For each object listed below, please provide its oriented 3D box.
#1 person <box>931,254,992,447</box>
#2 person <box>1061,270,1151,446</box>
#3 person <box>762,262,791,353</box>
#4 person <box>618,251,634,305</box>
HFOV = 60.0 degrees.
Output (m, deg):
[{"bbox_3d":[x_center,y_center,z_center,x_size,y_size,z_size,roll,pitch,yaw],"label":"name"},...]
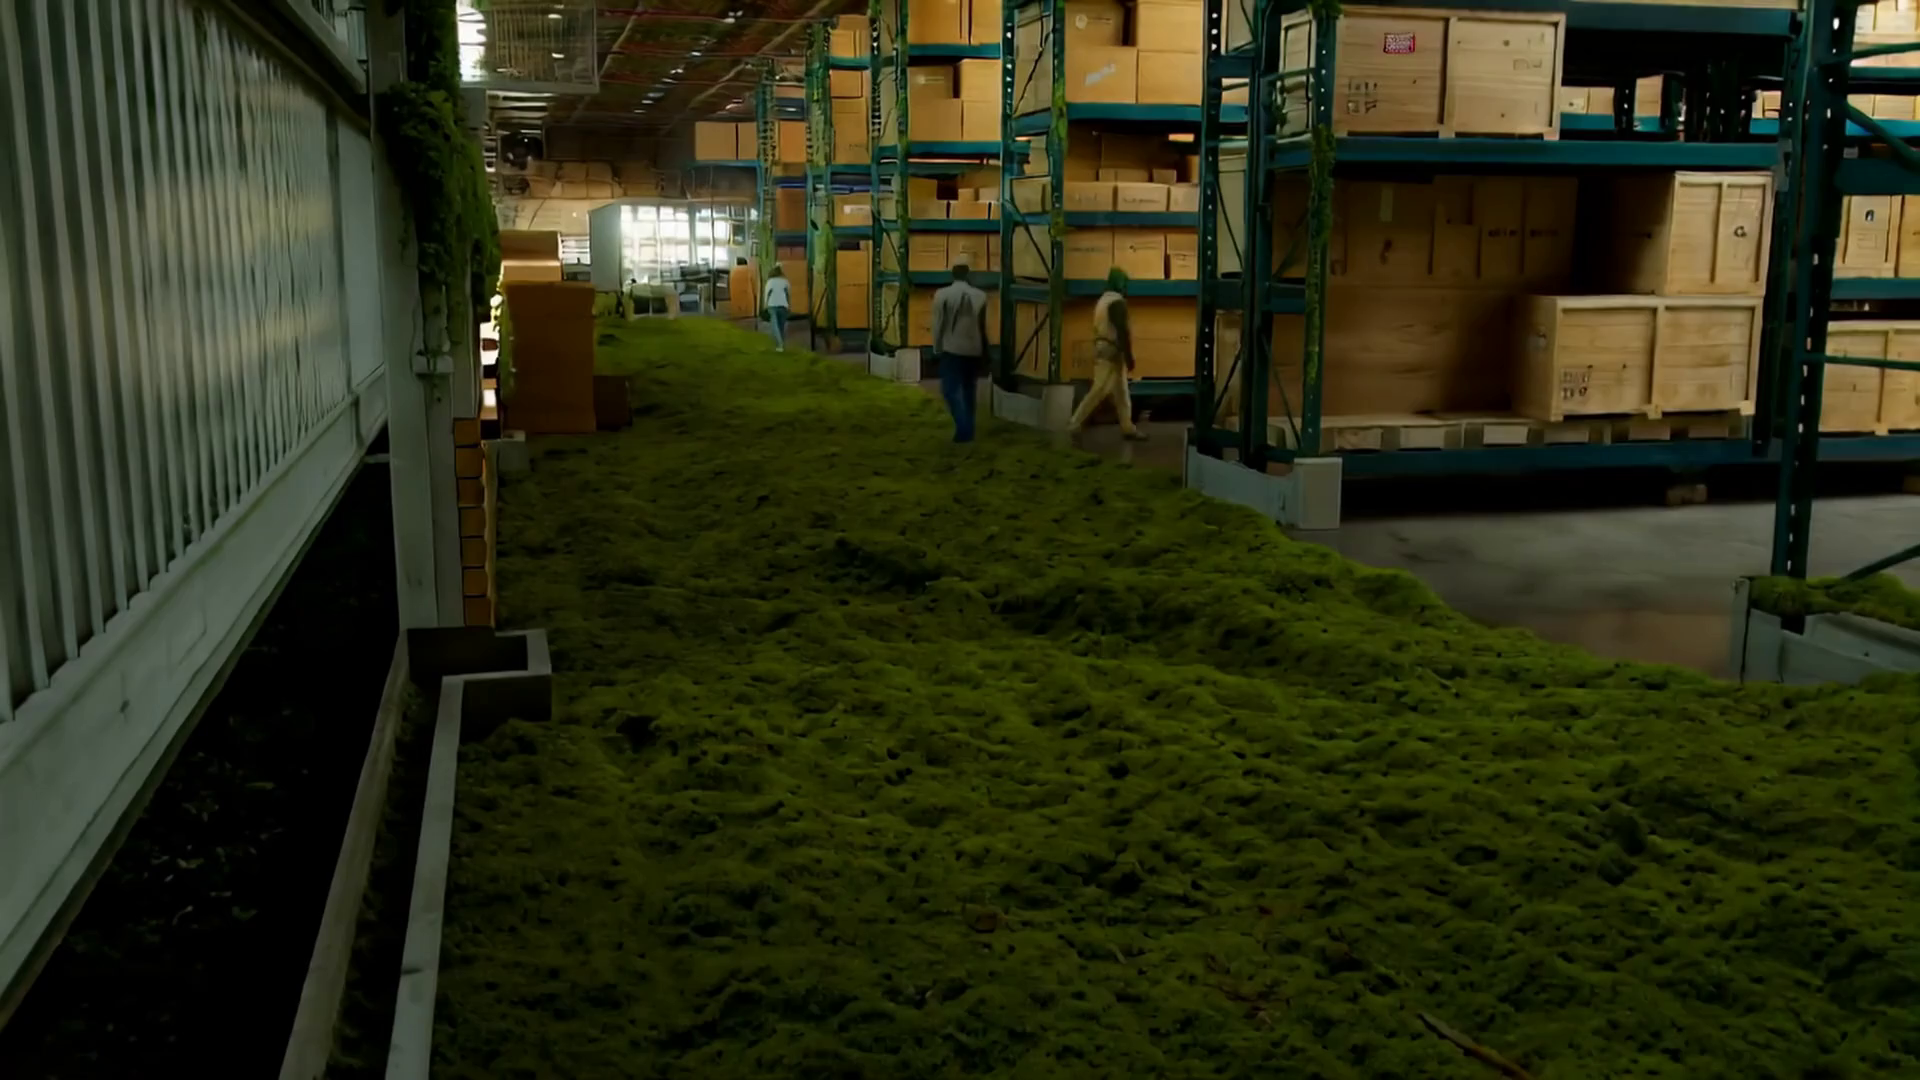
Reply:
[{"bbox_3d":[0.038,-1.914,16.861,0.639,1.956,0.746,-5,11,-25],"label":"person"},{"bbox_3d":[1.475,-1.855,16.978,0.929,1.791,0.671,-1,10,-6],"label":"person"},{"bbox_3d":[-3.498,-4.441,31.811,0.540,1.722,0.909,-4,11,-23],"label":"person"},{"bbox_3d":[-11.547,-9.046,57.513,0.563,1.850,0.389,-7,12,-34],"label":"person"}]
